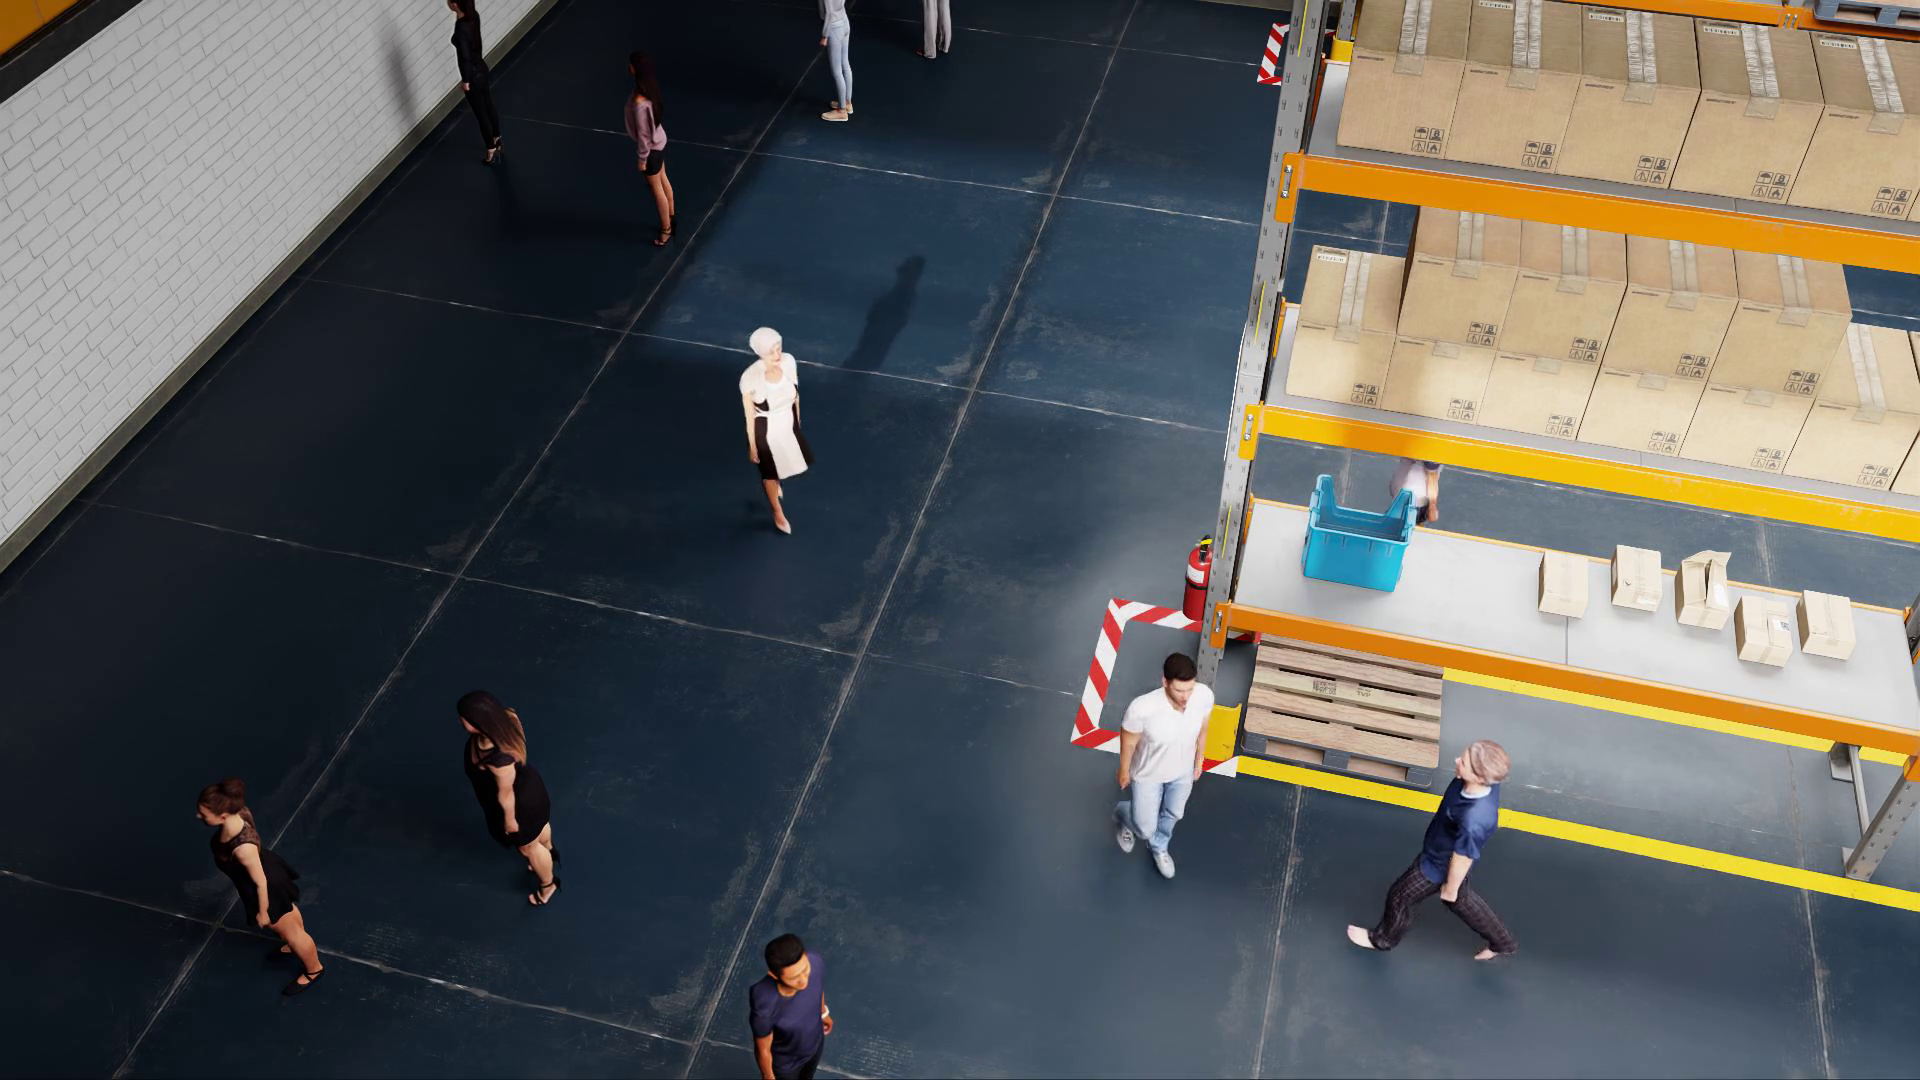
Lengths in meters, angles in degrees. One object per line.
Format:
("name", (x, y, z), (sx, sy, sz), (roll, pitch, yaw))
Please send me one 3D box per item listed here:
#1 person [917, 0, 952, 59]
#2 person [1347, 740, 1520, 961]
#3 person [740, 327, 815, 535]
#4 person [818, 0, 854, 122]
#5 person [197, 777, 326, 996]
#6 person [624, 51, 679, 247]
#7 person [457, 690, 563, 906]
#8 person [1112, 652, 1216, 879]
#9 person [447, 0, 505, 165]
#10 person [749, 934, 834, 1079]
("person", (-0.267, -5.757, 16.849), (0.683, 1.774, 0.714), (-29, 51, -27))
("person", (2.716, 1.736, 8.937), (1.166, 1.839, 0.745), (15, 46, 15))
("person", (-1.358, -0.805, 11.672), (0.856, 1.746, 0.927), (-27, 50, -25))
("person", (-1.188, -4.873, 15.904), (0.517, 1.797, 0.593), (13, 45, 13))
("person", (-3.758, 1.844, 8.943), (0.739, 1.674, 0.674), (-24, 49, -23))
("person", (-2.643, -3.364, 14.310), (0.569, 1.811, 0.646), (5, 44, 5))
("person", (-2.492, 1.435, 9.344), (0.758, 1.712, 0.743), (-9, 44, -9))
("person", (1.124, 1.215, 9.479), (0.847, 1.846, 0.913), (-15, 46, -15))
("person", (-4.478, -4.293, 15.356), (0.538, 1.712, 0.605), (4, 44, 4))
("person", (-0.826, 2.465, 8.207), (0.659, 1.790, 0.714), (27, 50, 25))
